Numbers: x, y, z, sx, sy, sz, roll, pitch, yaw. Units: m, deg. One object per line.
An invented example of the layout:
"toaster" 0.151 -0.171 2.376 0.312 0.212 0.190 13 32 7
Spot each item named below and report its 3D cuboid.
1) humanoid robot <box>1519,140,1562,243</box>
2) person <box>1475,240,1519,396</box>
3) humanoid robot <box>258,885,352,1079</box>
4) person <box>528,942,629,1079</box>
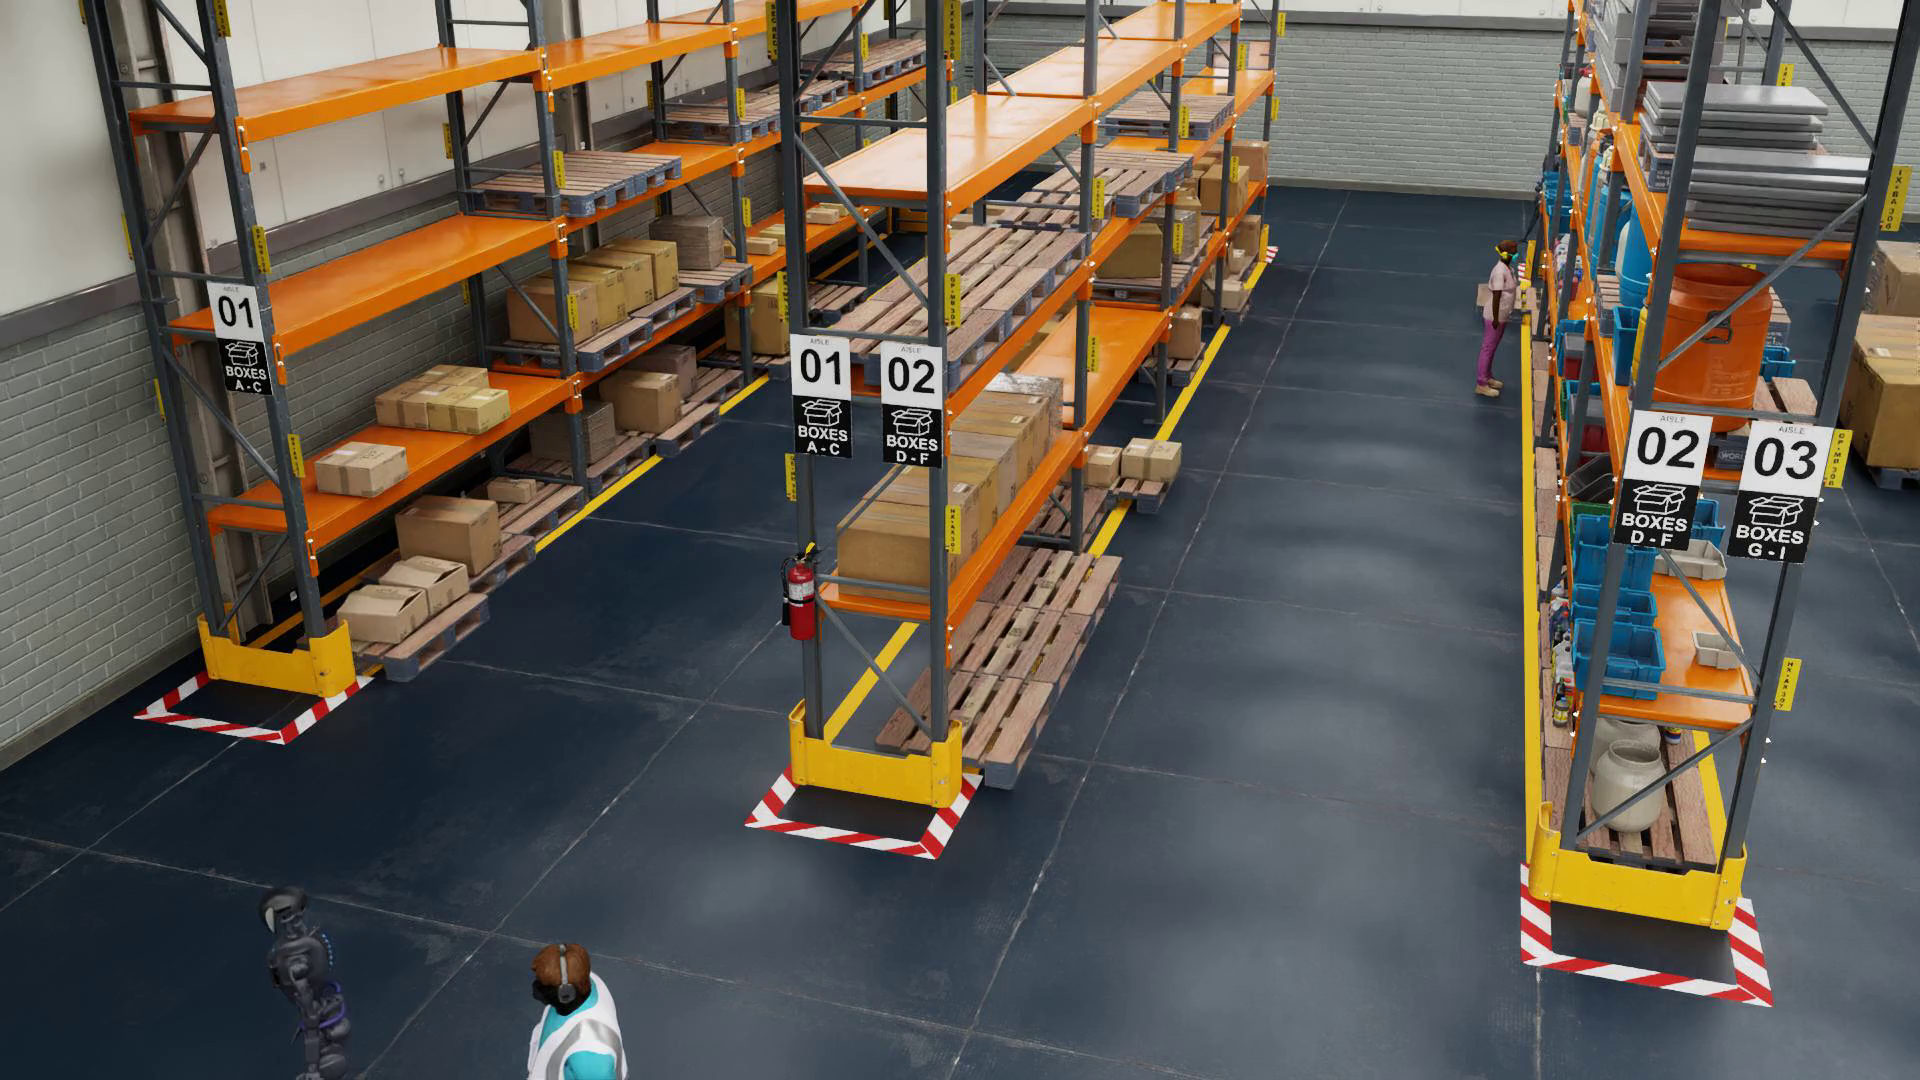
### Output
"humanoid robot" 9.229 -5.423 26.007 0.734 1.626 0.609 18 29 35
"person" 6.223 -2.581 19.223 0.329 1.800 0.536 11 26 24
"humanoid robot" -2.994 2.351 7.960 0.577 1.640 0.596 -11 26 -24
"person" -1.655 2.542 7.295 0.431 1.843 0.622 -8 25 -17
